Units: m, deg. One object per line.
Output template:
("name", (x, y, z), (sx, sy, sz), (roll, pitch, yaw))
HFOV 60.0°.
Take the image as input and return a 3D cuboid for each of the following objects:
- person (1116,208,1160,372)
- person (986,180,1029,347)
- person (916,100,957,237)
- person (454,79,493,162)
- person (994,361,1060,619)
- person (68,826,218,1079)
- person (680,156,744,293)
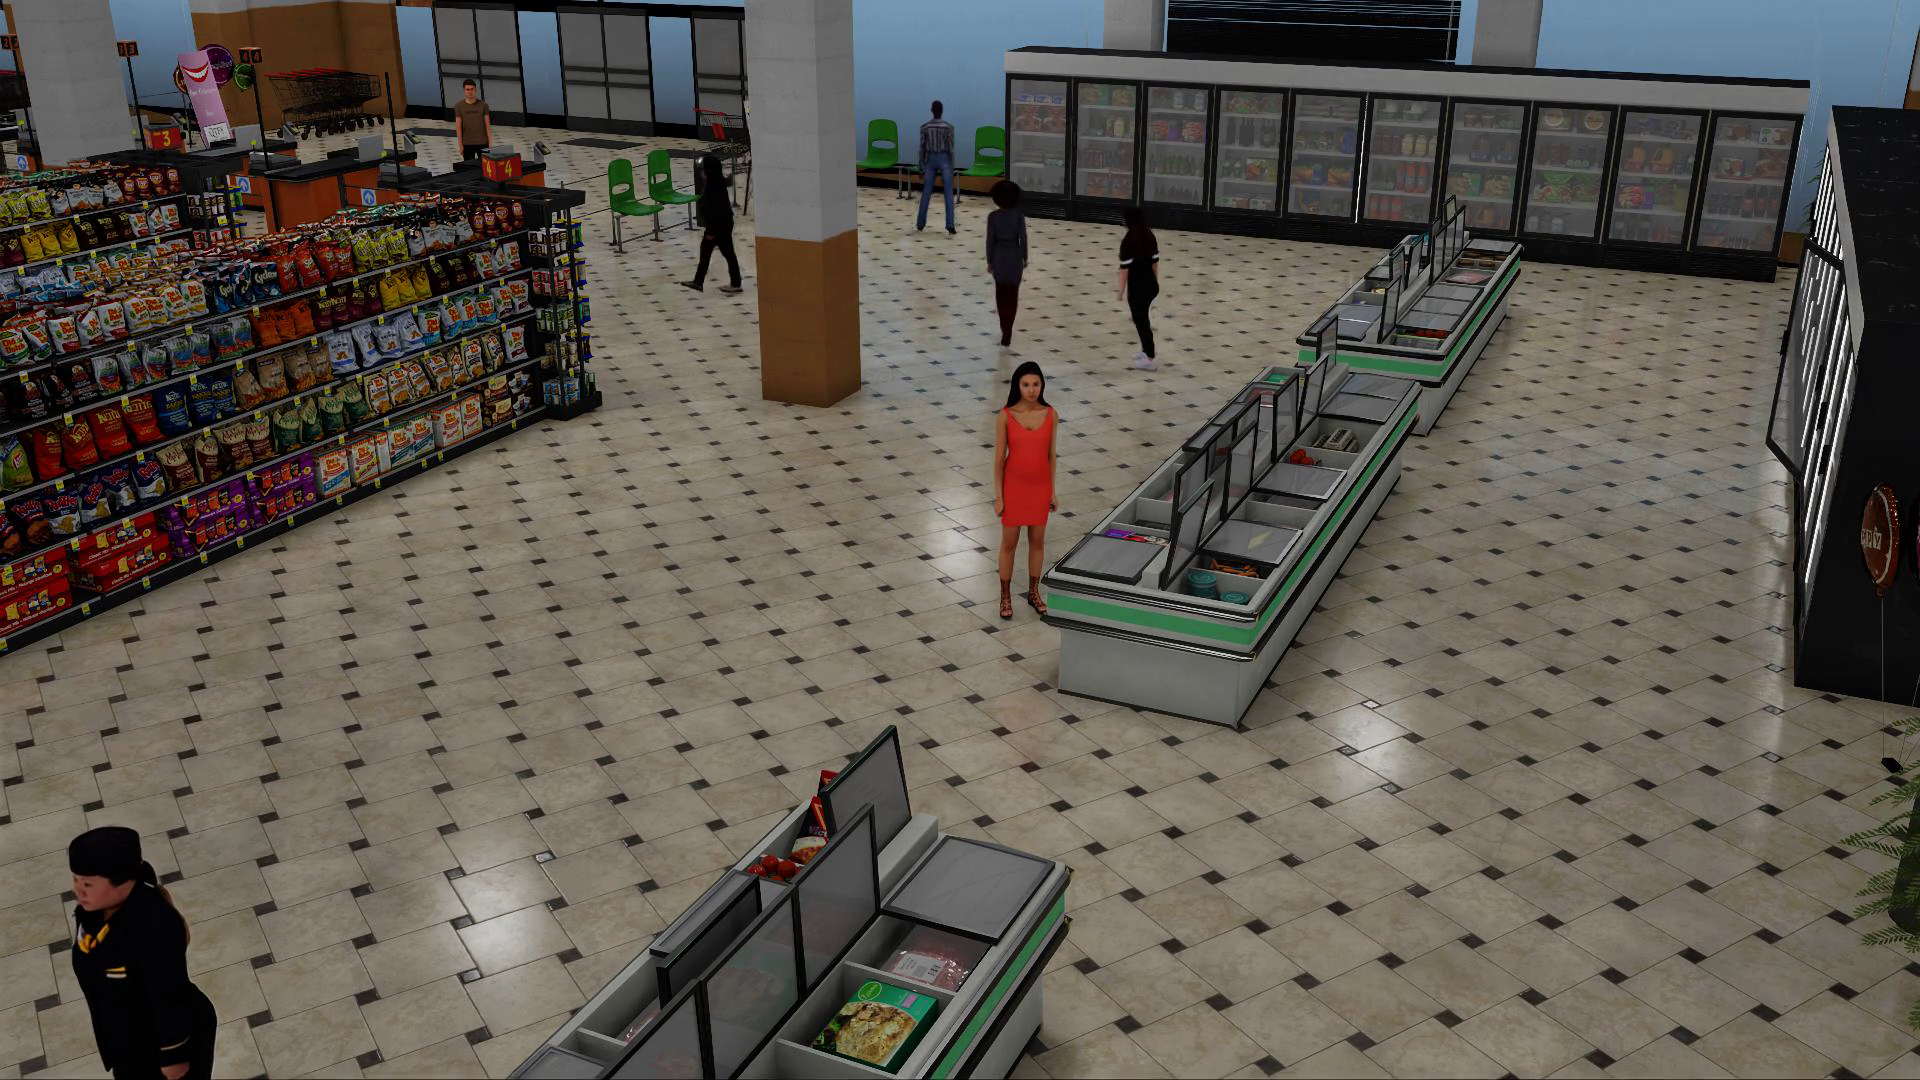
("person", (1.815, -2.454, 16.375), (0.690, 1.609, 0.795), (-12, 25, -28))
("person", (0.491, -2.826, 17.214), (0.781, 1.674, 1.183), (3, 22, 8))
("person", (-0.327, -5.051, 22.610), (0.811, 1.779, 0.764), (4, 22, 10))
("person", (-7.121, -5.819, 24.423), (0.731, 1.852, 0.806), (-9, 24, -22))
("person", (0.432, -0.335, 10.955), (0.674, 1.718, 0.712), (-5, 22, -12))
("person", (-2.820, 1.741, 5.852), (0.725, 1.670, 0.673), (14, 26, 31))
("person", (-2.729, -3.653, 19.385), (1.060, 1.589, 1.018), (-6, 23, -15))
